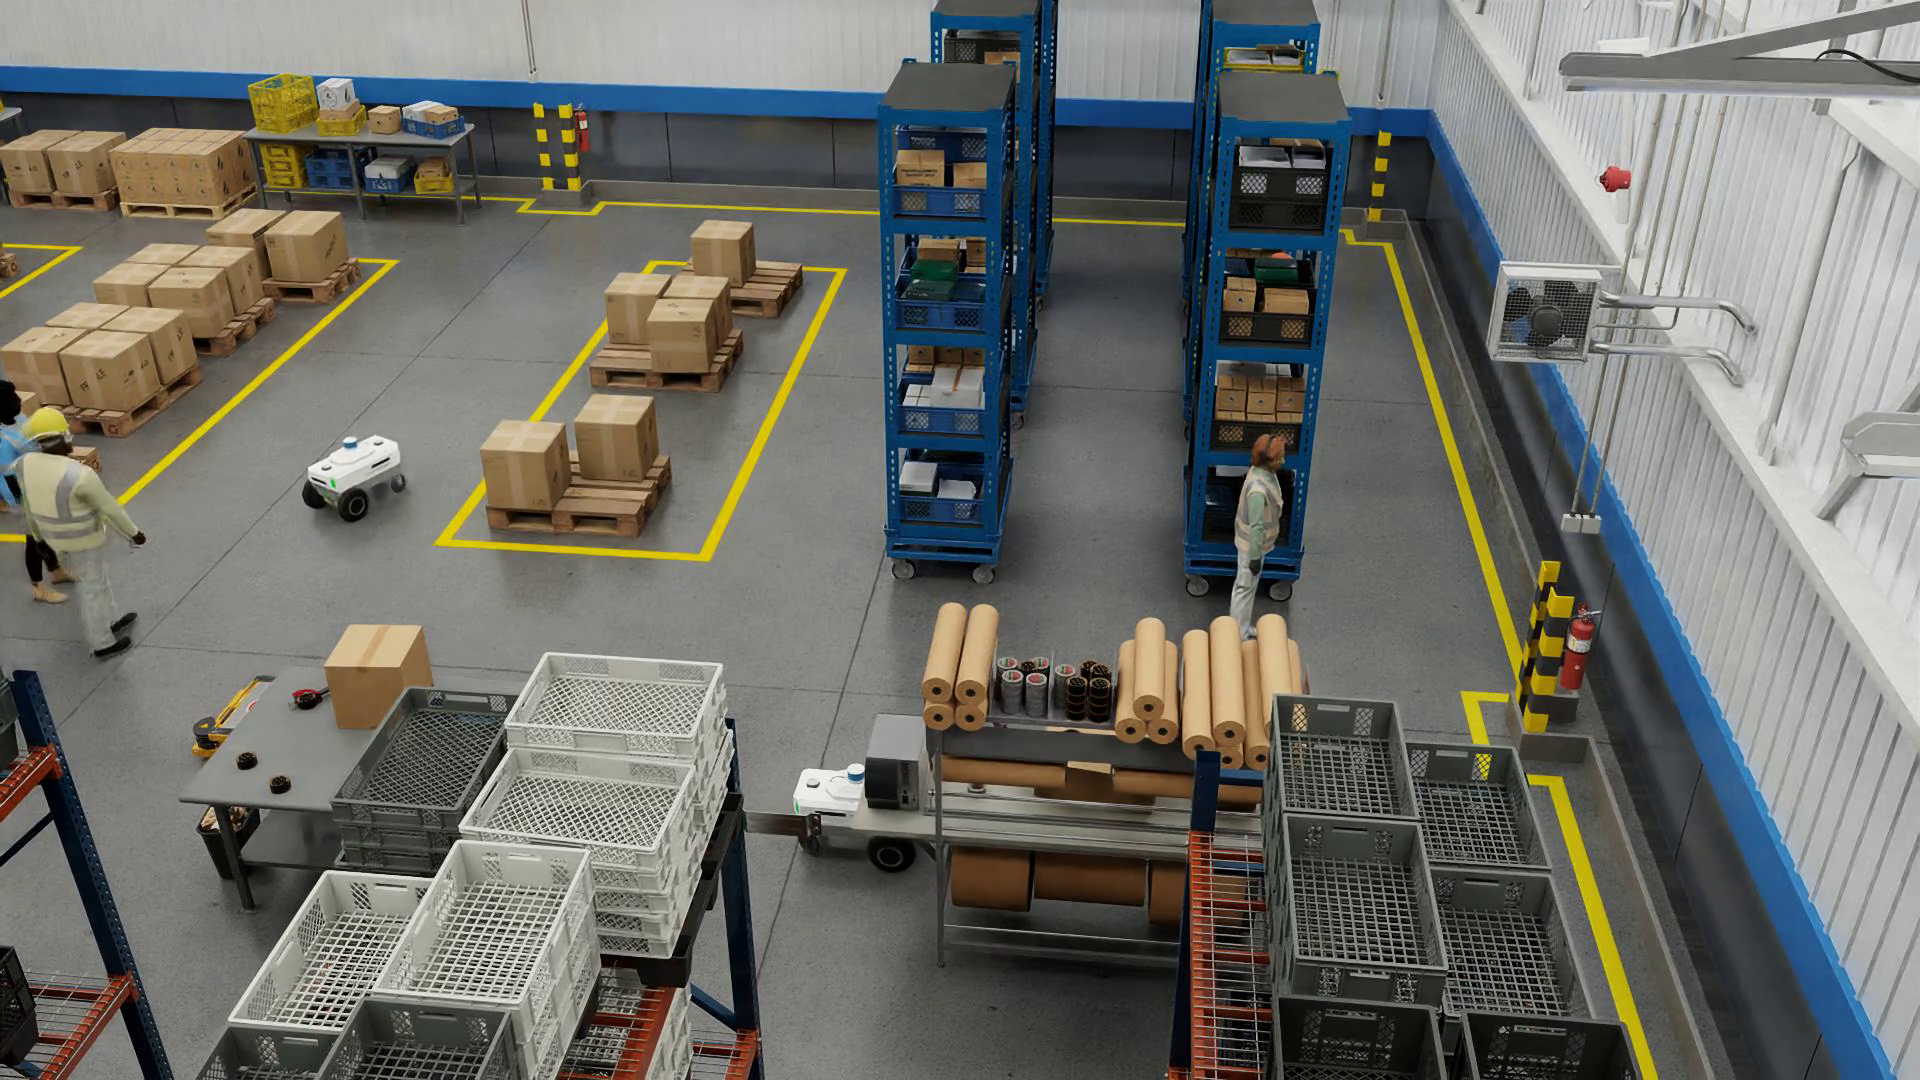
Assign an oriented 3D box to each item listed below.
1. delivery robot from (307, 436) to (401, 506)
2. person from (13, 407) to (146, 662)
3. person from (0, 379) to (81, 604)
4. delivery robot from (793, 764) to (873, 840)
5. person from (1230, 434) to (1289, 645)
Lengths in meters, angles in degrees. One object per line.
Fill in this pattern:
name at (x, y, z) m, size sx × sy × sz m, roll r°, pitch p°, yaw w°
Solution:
delivery robot at (-4.831, -0.586, 13.283) m, size 0.477 × 0.478 × 0.707 m, roll 18°, pitch 35°, yaw 27°
person at (-5.889, -0.058, 11.217) m, size 0.623 × 1.810 × 0.605 m, roll 12°, pitch 32°, yaw 20°
person at (-6.635, -0.358, 11.855) m, size 0.317 × 1.696 × 0.538 m, roll -6°, pitch 31°, yaw -10°
delivery robot at (-0.599, 1.520, 9.665) m, size 0.707 × 0.478 × 0.477 m, roll 4°, pitch 31°, yaw 7°
person at (2.002, 0.028, 11.249) m, size 0.312 × 1.636 × 0.520 m, roll 7°, pitch 31°, yaw 11°
